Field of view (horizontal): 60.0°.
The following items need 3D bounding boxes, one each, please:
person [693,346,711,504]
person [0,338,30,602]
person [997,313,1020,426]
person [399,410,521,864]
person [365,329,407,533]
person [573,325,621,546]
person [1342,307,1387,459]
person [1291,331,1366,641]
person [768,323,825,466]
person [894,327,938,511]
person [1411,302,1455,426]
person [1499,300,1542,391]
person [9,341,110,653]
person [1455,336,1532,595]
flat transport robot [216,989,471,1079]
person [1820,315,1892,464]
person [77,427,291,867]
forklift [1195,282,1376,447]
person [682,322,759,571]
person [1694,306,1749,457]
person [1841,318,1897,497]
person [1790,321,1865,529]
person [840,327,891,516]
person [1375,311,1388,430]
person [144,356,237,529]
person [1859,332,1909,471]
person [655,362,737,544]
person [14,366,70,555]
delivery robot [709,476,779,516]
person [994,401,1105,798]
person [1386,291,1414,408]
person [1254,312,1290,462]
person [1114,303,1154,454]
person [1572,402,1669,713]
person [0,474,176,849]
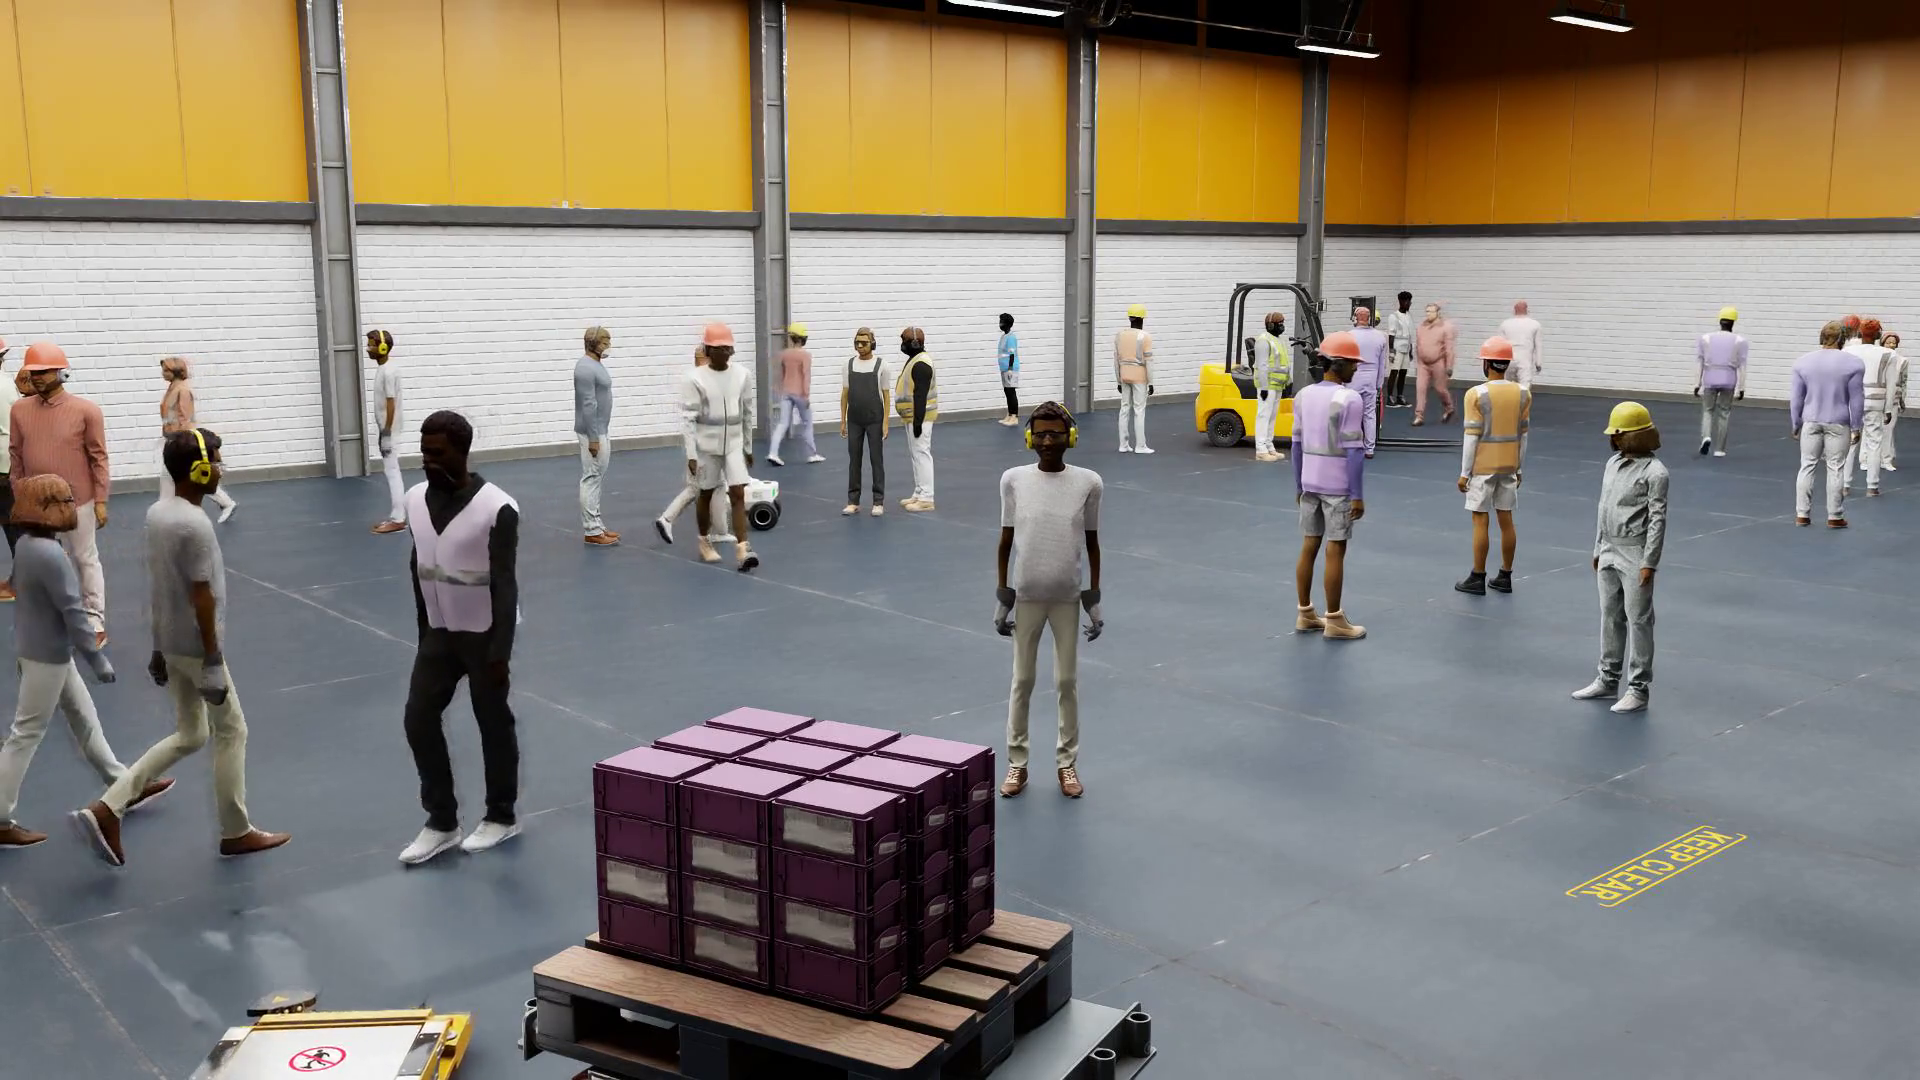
[{"bbox_3d":[-2.563,-1.145,16.834,0.282,1.633,0.498,-3,10,-16],"label":"person"},{"bbox_3d":[-7.082,-0.546,12.270,0.396,1.992,0.623,-5,11,-26],"label":"person"},{"bbox_3d":[0.722,-2.555,24.928,0.321,1.690,0.536,-2,10,-14],"label":"person"},{"bbox_3d":[-2.125,0.415,6.915,0.629,1.894,0.697,5,11,25],"label":"person"},{"bbox_3d":[-5.270,-0.997,15.279,0.335,1.871,0.554,-4,10,-20],"label":"person"},{"bbox_3d":[-3.197,-0.916,14.616,0.373,1.935,0.627,-1,10,-6],"label":"person"},{"bbox_3d":[4.989,-1.953,20.796,0.645,1.903,0.401,-3,10,-18],"label":"person"},{"bbox_3d":[2.463,-0.357,11.042,0.394,2.038,0.606,-5,11,-29],"label":"person"},{"bbox_3d":[-2.022,-1.762,20.173,0.535,1.727,0.878,7,12,36],"label":"person"},{"bbox_3d":[-0.440,-1.210,16.653,0.430,1.835,0.622,-2,10,-9],"label":"person"},{"bbox_3d":[7.152,-2.645,24.960,0.648,1.873,0.878,9,13,42],"label":"person"},{"bbox_3d":[8.668,-2.787,25.793,0.639,1.862,0.935,5,11,28],"label":"person"},{"bbox_3d":[-5.756,-0.266,10.626,0.609,1.996,0.383,0,10,1],"label":"person"},{"bbox_3d":[3.979,-0.551,12.465,0.544,1.939,0.355,-3,10,-17],"label":"person"},{"bbox_3d":[-1.835,1.626,4.596,0.652,0.197,1.431,-1,10,-4],"label":"flat transport robot"},{"bbox_3d":[10.964,-1.835,20.359,0.582,1.804,1.058,-9,13,-43],"label":"person"},{"bbox_3d":[-3.227,0.464,6.844,0.519,1.837,0.731,9,13,43],"label":"person"},{"bbox_3d":[4.328,-2.346,22.227,2.313,2.155,1.214,3,10,16],"label":"forklift"},{"bbox_3d":[-1.928,-0.747,13.422,0.637,1.995,1.023,-5,11,-27],"label":"person"},{"bbox_3d":[9.565,-1.980,20.912,0.603,1.909,0.450,6,11,31],"label":"person"},{"bbox_3d":[9.533,-1.392,17.555,0.574,1.883,0.361,6,11,30],"label":"person"},{"bbox_3d":[8.066,-1.066,15.497,0.627,1.934,0.370,8,13,40],"label":"person"},{"bbox_3d":[-0.926,-1.151,16.253,0.507,1.846,0.345,2,10,12],"label":"person"},{"bbox_3d":[5.976,-2.472,24.219,0.525,1.769,0.315,-4,10,-20],"label":"person"},{"bbox_3d":[-7.259,-0.918,15.591,0.764,1.617,0.527,-9,13,-43],"label":"person"},{"bbox_3d":[10.914,-1.632,19.667,0.514,1.641,0.307,1,10,5],"label":"person"},{"bbox_3d":[-2.310,-0.746,14.561,0.715,1.613,0.525,-8,12,-39],"label":"person"},{"bbox_3d":[-7.689,-0.641,13.880,0.277,1.633,0.507,-2,10,-12],"label":"person"},{"bbox_3d":[-2.057,-0.433,15.522,0.707,0.478,0.477,0,9,-2],"label":"delivery robot"},{"bbox_3d":[0.419,0.281,7.791,0.520,1.873,0.328,1,10,3],"label":"person"},{"bbox_3d":[7.391,-3.190,27.886,0.609,1.954,0.395,-8,13,-39],"label":"person"},{"bbox_3d":[3.878,-1.906,20.679,0.430,1.845,0.624,6,11,30],"label":"person"},{"bbox_3d":[2.244,-2.064,21.352,0.587,1.928,0.362,8,13,40],"label":"person"},{"bbox_3d":[3.703,0.093,9.288,0.308,1.736,0.485,-3,10,-17],"label":"person"},{"bbox_3d":[-3.898,0.510,7.244,0.857,1.592,0.497,-8,13,-39],"label":"person"}]
